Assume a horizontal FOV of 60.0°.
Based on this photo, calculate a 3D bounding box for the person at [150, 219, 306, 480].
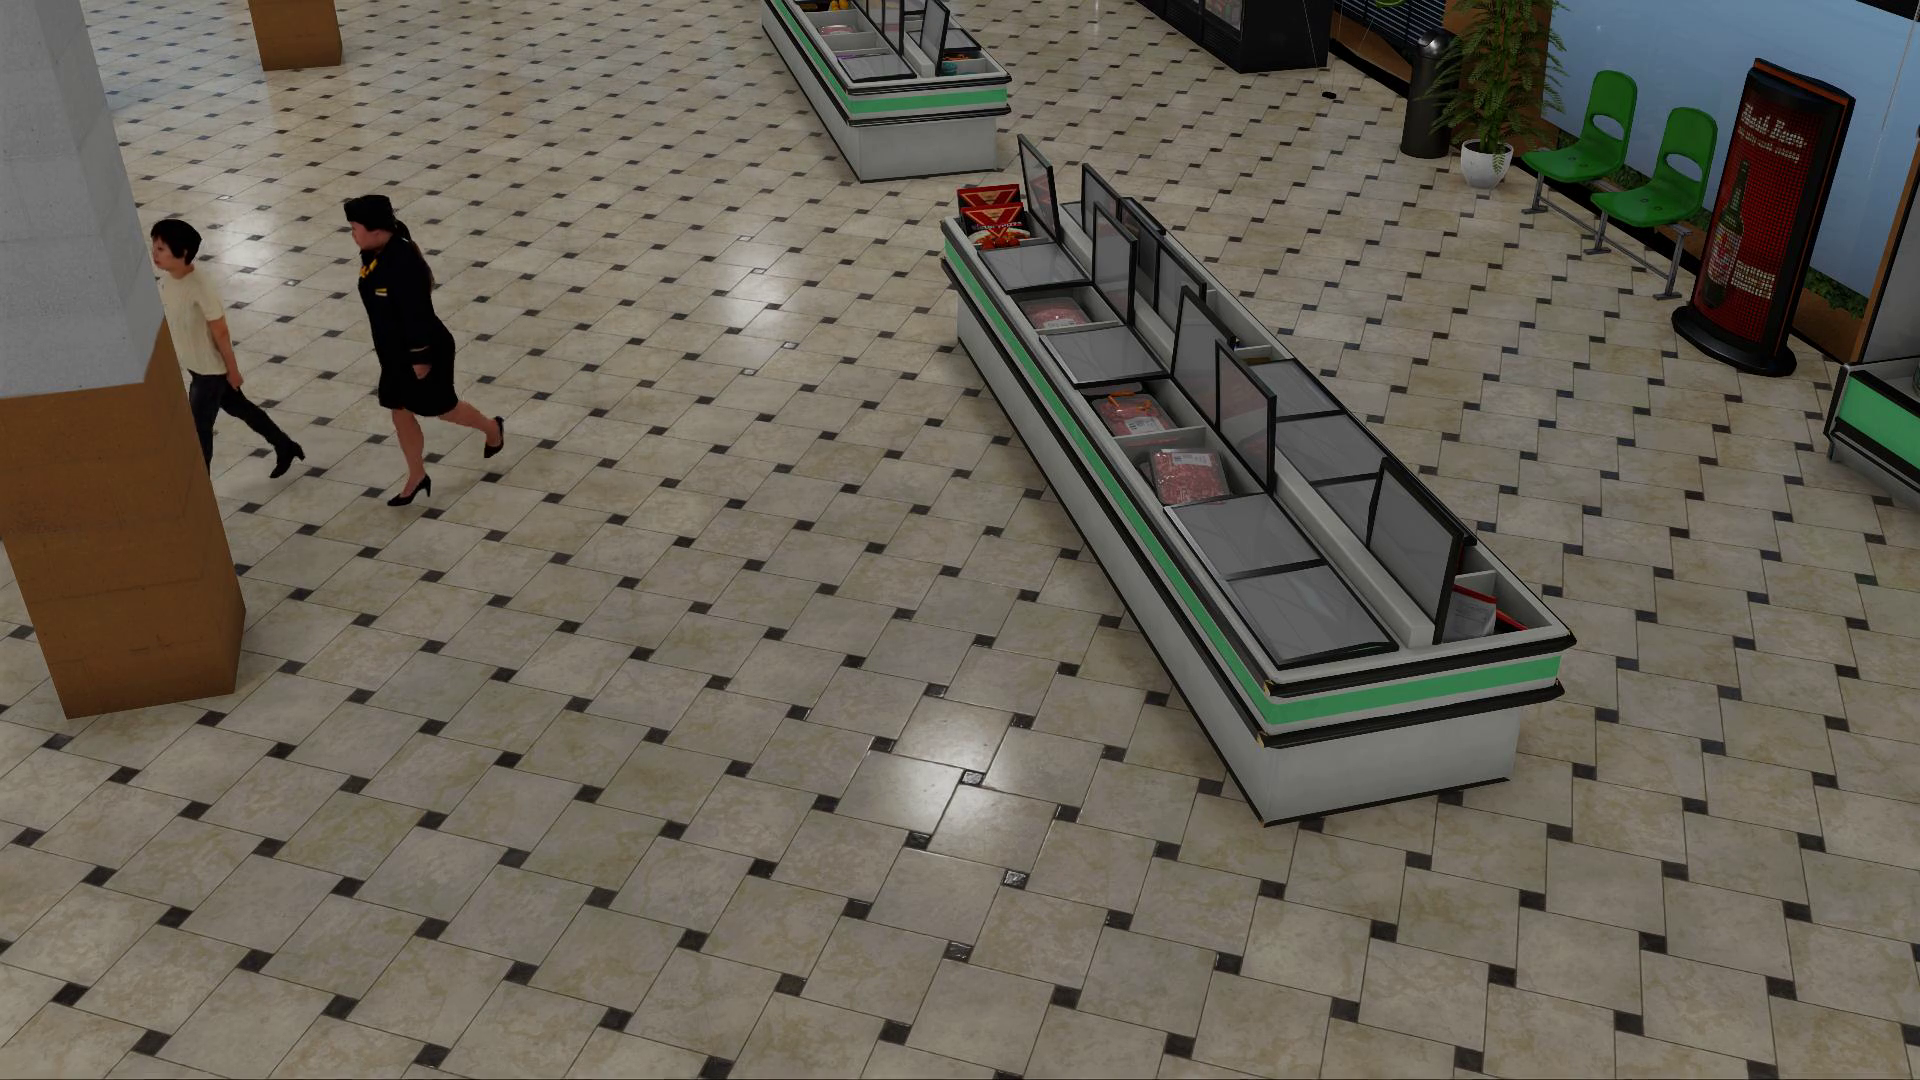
[{"bbox_3d":[-3.800,-0.905,8.560,1.033,1.548,0.969,28,41,37],"label":"person"}]

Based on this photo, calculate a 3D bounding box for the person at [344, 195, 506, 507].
[{"bbox_3d":[-2.747,-0.986,8.607,1.072,1.636,1.042,27,41,36],"label":"person"}]
